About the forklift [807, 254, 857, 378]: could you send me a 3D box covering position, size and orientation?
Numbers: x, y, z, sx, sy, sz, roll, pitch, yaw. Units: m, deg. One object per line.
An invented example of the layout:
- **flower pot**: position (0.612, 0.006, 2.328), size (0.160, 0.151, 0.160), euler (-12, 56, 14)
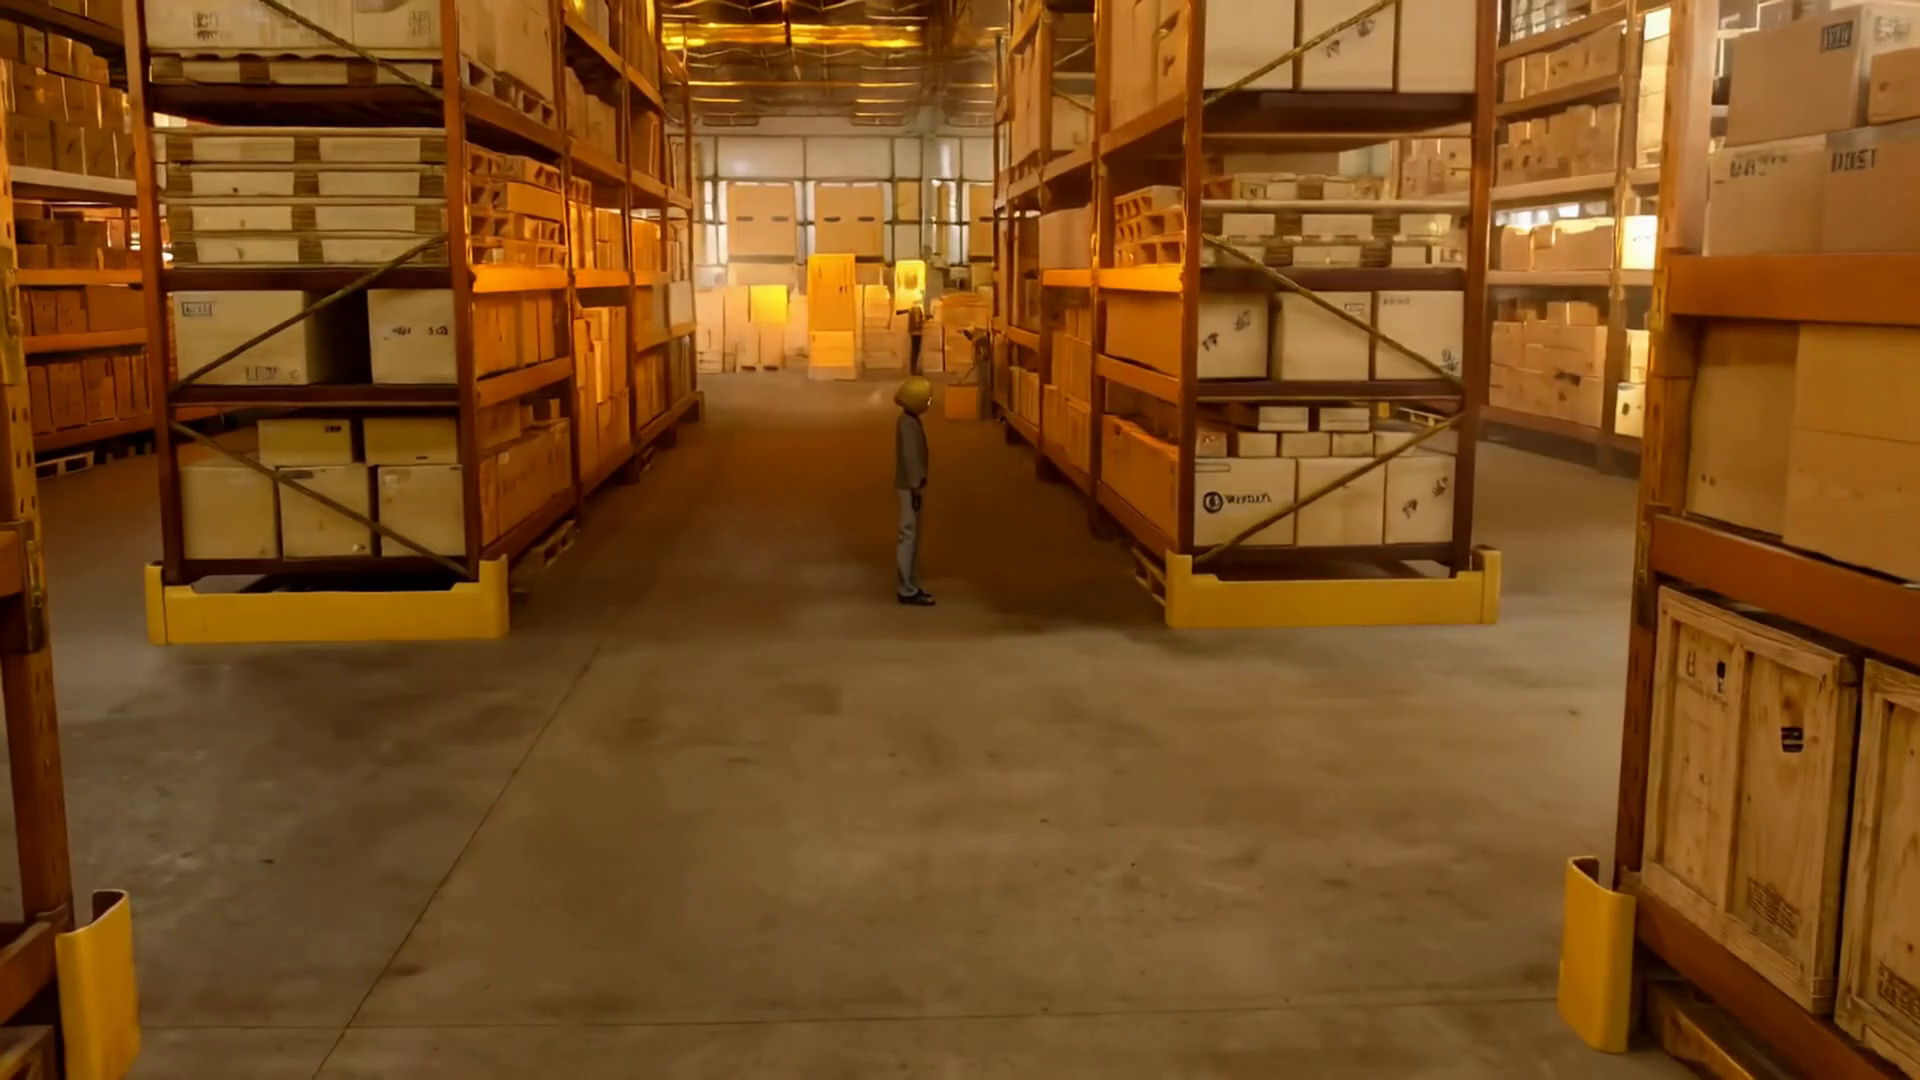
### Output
- **forklift**: position (-2.942, -5.145, 38.138), size (1.129, 2.768, 1.873), euler (-1, 9, -4)

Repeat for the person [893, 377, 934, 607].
- **person**: position (-0.337, -0.347, 11.914), size (0.283, 1.633, 0.499), euler (-1, 9, -3)

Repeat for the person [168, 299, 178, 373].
- **person**: position (-14.858, -3.662, 31.734), size (0.425, 1.945, 0.628), euler (3, 9, 16)

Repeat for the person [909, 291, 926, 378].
- **person**: position (-0.975, -4.698, 38.121), size (0.391, 1.988, 0.611), euler (-1, 9, -3)

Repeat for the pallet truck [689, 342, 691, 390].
- **pallet truck**: position (-5.225, -3.008, 27.480), size (1.885, 1.965, 0.823), euler (2, 9, 14)

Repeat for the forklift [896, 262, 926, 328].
- **forklift**: position (-1.780, -8.547, 59.499), size (1.129, 2.768, 1.873), euler (-1, 9, -4)
